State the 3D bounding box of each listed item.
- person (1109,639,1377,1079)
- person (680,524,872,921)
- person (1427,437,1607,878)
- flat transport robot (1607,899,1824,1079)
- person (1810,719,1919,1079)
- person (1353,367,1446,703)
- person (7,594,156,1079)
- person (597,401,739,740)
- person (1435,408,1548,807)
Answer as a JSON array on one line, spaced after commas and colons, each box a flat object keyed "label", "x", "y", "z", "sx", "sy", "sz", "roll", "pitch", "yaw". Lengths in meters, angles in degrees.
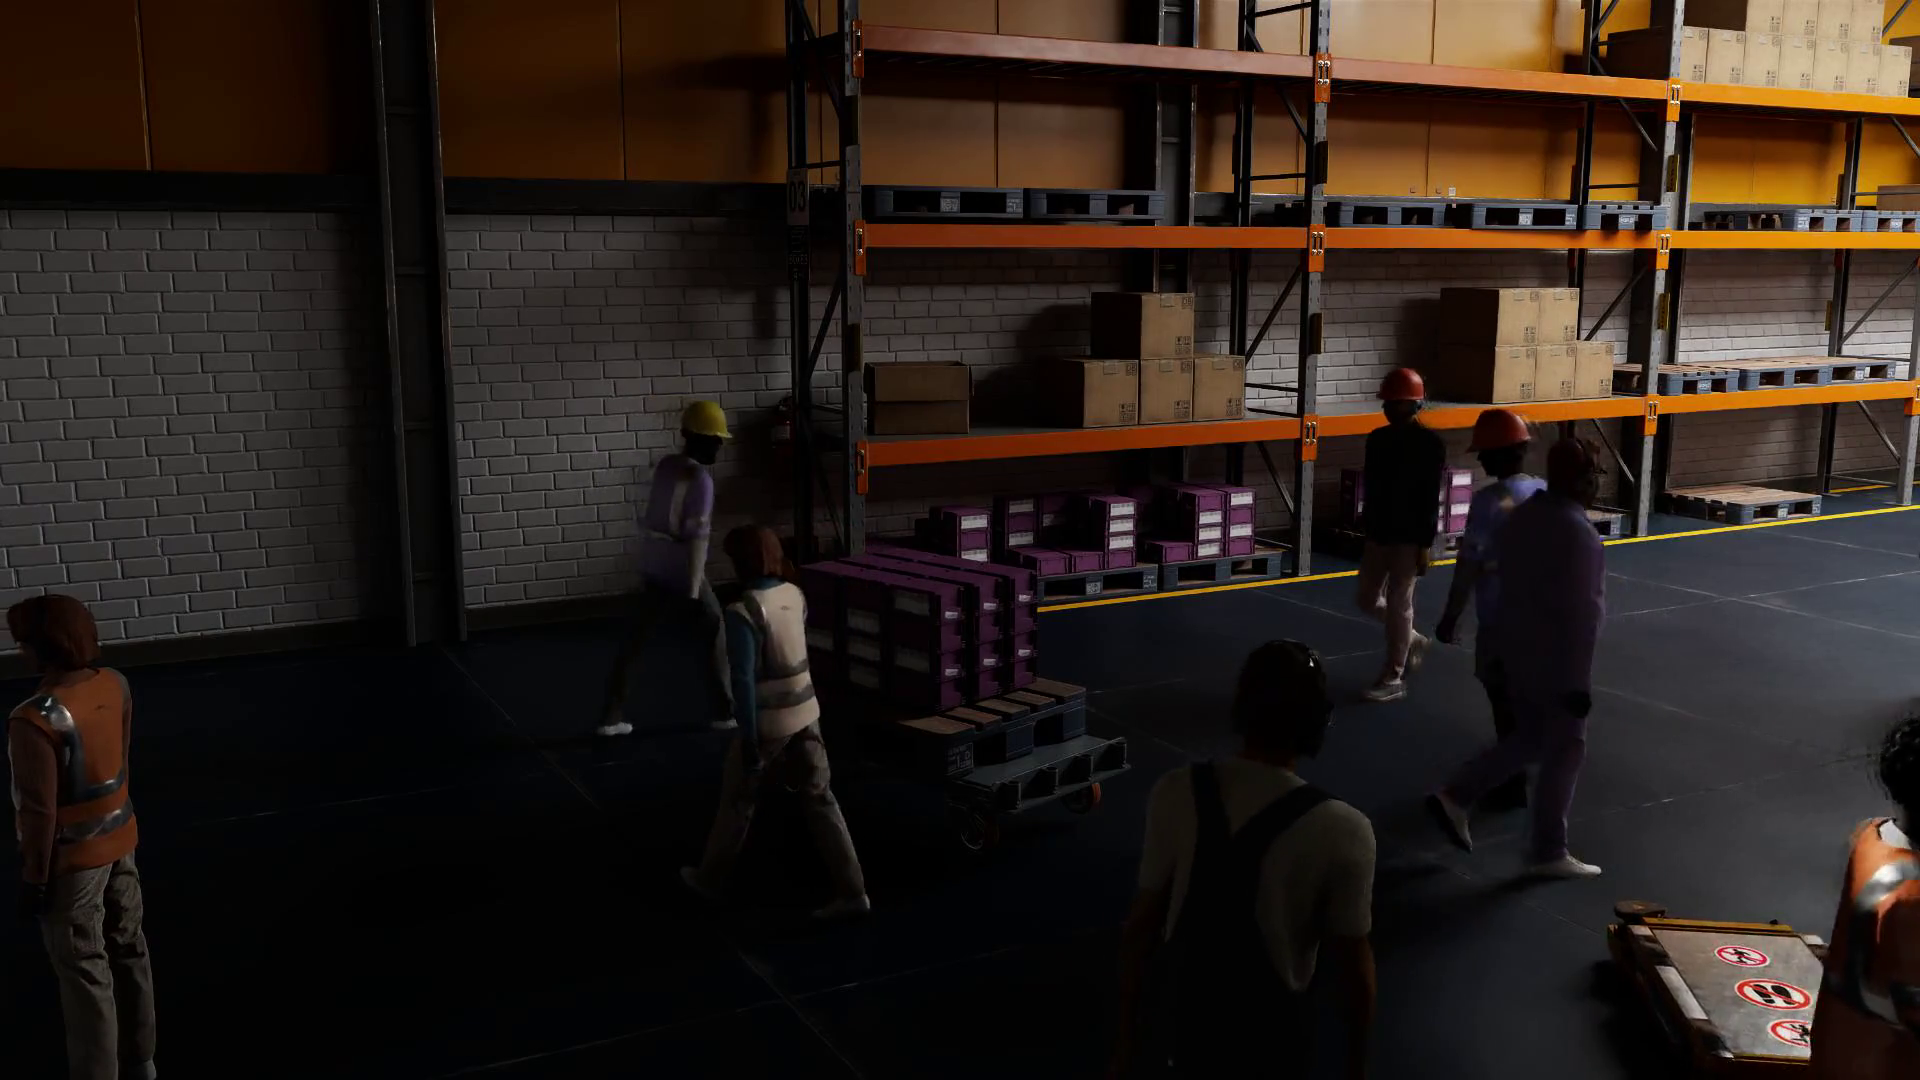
[{"label": "person", "x": 0.673, "y": 1.108, "z": 3.735, "sx": 0.525, "sy": 1.809, "sz": 0.790, "roll": 7, "pitch": 12, "yaw": 36}, {"label": "person", "x": -0.738, "y": 0.728, "z": 6.601, "sx": 0.884, "sy": 1.580, "sz": 0.516, "roll": 6, "pitch": 12, "yaw": 32}, {"label": "person", "x": 2.392, "y": 0.505, "z": 7.012, "sx": 0.607, "sy": 1.889, "sz": 0.640, "roll": -1, "pitch": 10, "yaw": -5}, {"label": "flat transport robot", "x": 2.662, "y": 1.563, "z": 5.533, "sx": 0.652, "sy": 0.197, "sz": 1.431, "roll": 1, "pitch": 10, "yaw": 8}, {"label": "person", "x": 2.103, "y": 1.191, "z": 3.639, "sx": 0.444, "sy": 1.670, "sz": 0.571, "roll": 5, "pitch": 11, "yaw": 25}, {"label": "person", "x": 2.608, "y": -0.033, "z": 9.827, "sx": 0.561, "sy": 1.978, "sz": 0.617, "roll": -6, "pitch": 12, "yaw": -32}, {"label": "person", "x": -2.666, "y": 0.965, "z": 5.048, "sx": 0.307, "sy": 1.639, "sz": 0.513, "roll": 0, "pitch": 10, "yaw": 2}, {"label": "person", "x": -1.571, "y": 0.174, "z": 9.036, "sx": 0.920, "sy": 1.855, "sz": 0.621, "roll": -9, "pitch": 13, "yaw": -41}, {"label": "person", "x": 2.568, "y": 0.324, "z": 7.962, "sx": 0.542, "sy": 1.907, "sz": 0.532, "roll": -8, "pitch": 13, "yaw": -39}]
